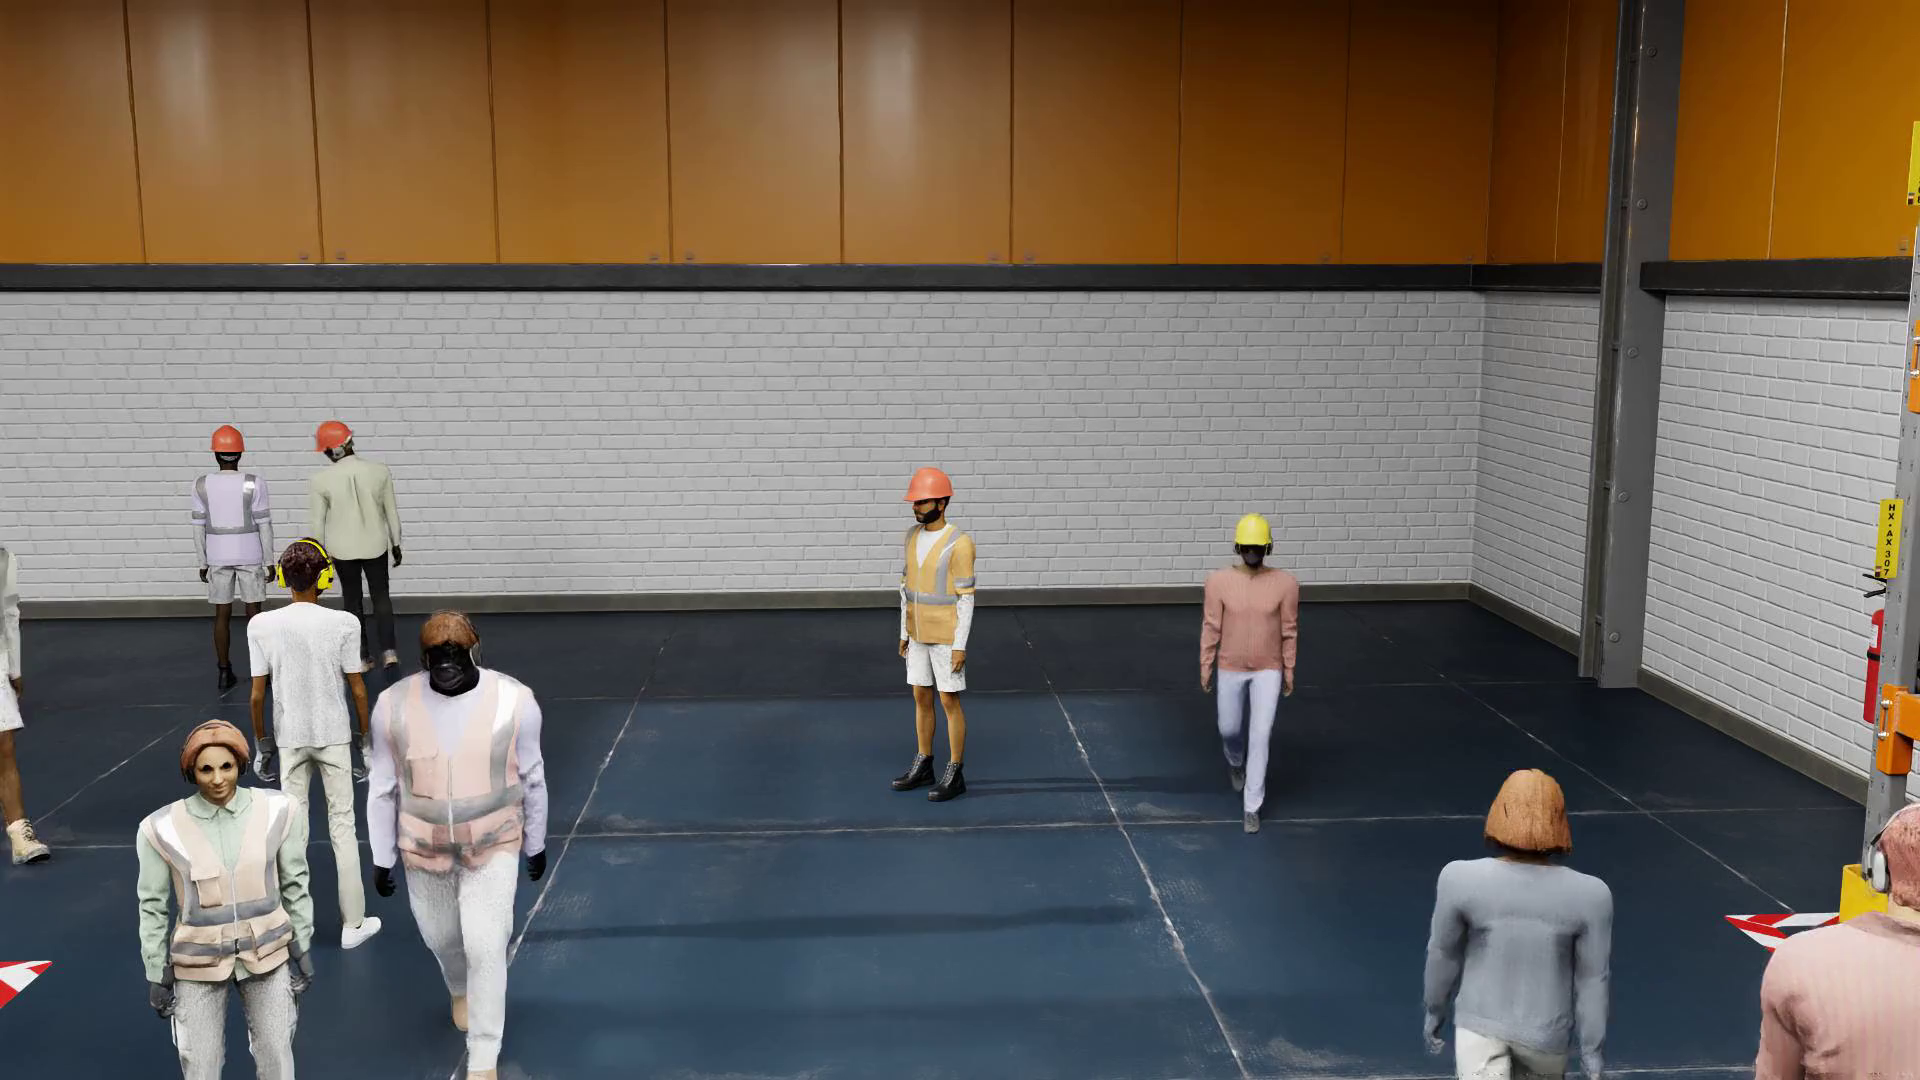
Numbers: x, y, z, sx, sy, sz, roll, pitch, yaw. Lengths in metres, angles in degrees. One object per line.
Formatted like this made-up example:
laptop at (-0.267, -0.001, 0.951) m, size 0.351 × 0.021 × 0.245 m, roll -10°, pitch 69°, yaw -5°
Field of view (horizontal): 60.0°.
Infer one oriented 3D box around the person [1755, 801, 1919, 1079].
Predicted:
person at (2.180, 1.511, 3.836) m, size 0.649 × 1.844 × 1.027 m, roll 5°, pitch 11°, yaw 31°

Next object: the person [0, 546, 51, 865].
person at (-5.136, 0.686, 8.596) m, size 1.071 × 1.984 × 0.633 m, roll 7°, pitch 11°, yaw 38°

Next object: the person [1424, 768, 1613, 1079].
person at (1.656, 1.455, 4.987) m, size 0.515 × 1.582 × 0.847 m, roll 3°, pitch 9°, yaw 17°

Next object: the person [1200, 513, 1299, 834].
person at (1.620, 0.692, 9.303) m, size 0.533 × 1.739 × 0.753 m, roll 2°, pitch 9°, yaw 12°

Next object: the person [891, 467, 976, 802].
person at (-0.161, 0.540, 9.646) m, size 0.545 × 1.938 × 0.362 m, roll 9°, pitch 12°, yaw 43°

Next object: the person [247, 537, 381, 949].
person at (-2.907, 0.920, 7.479) m, size 0.526 × 1.869 × 0.315 m, roll -1°, pitch 9°, yaw -7°

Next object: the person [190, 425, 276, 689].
person at (-5.320, 0.127, 12.221) m, size 0.552 × 1.942 × 0.340 m, roll -1°, pitch 9°, yaw -9°

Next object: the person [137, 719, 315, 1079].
person at (-2.353, 1.375, 5.366) m, size 0.514 × 1.634 × 0.312 m, roll -6°, pitch 11°, yaw -32°

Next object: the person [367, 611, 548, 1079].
person at (-1.891, 1.132, 6.324) m, size 0.639 × 1.811 × 0.893 m, roll -1°, pitch 9°, yaw -8°

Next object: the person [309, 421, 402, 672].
person at (-4.576, 0.060, 12.629) m, size 0.652 × 1.947 × 0.451 m, roll -4°, pitch 10°, yaw -25°
